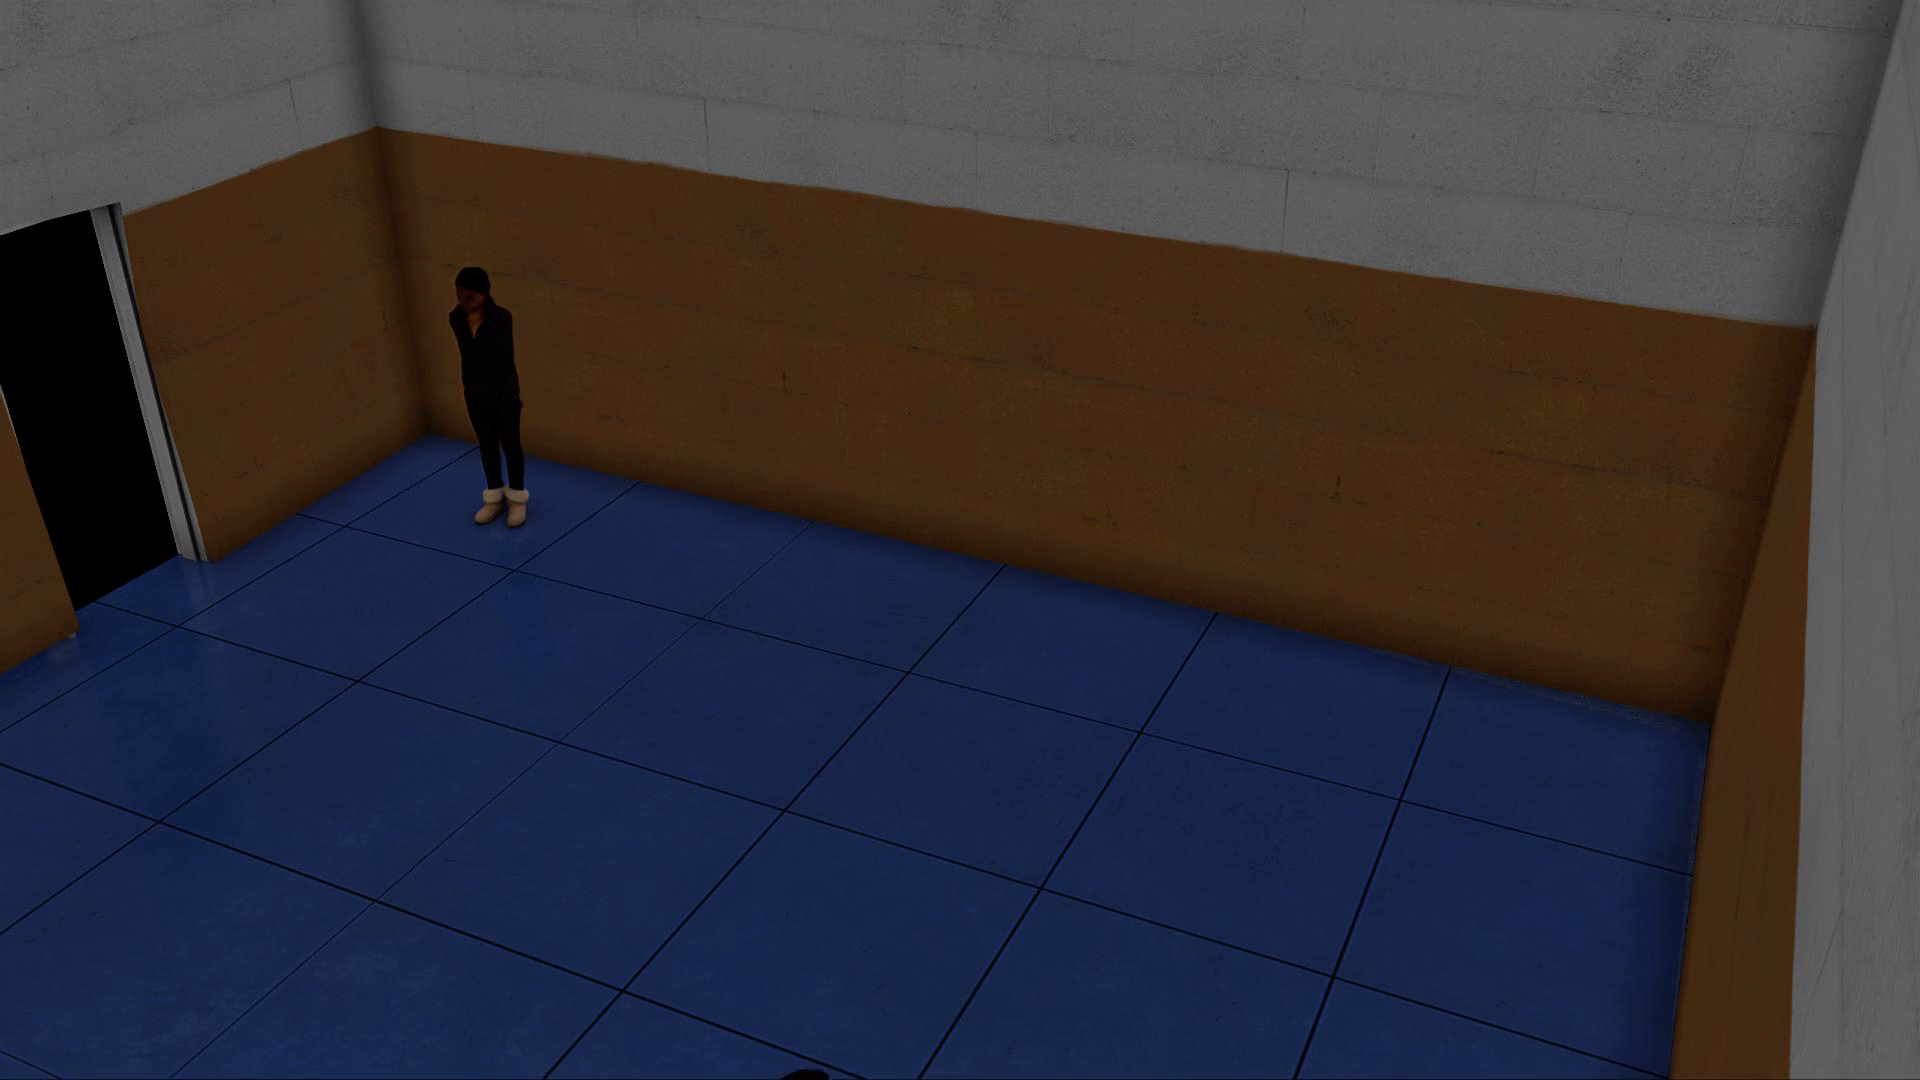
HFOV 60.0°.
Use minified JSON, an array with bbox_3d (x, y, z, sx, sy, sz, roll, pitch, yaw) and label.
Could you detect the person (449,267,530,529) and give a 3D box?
[{"bbox_3d":[-2.904,-0.919,10.331,0.705,1.660,0.636,-25,38,-38],"label":"person"}]
